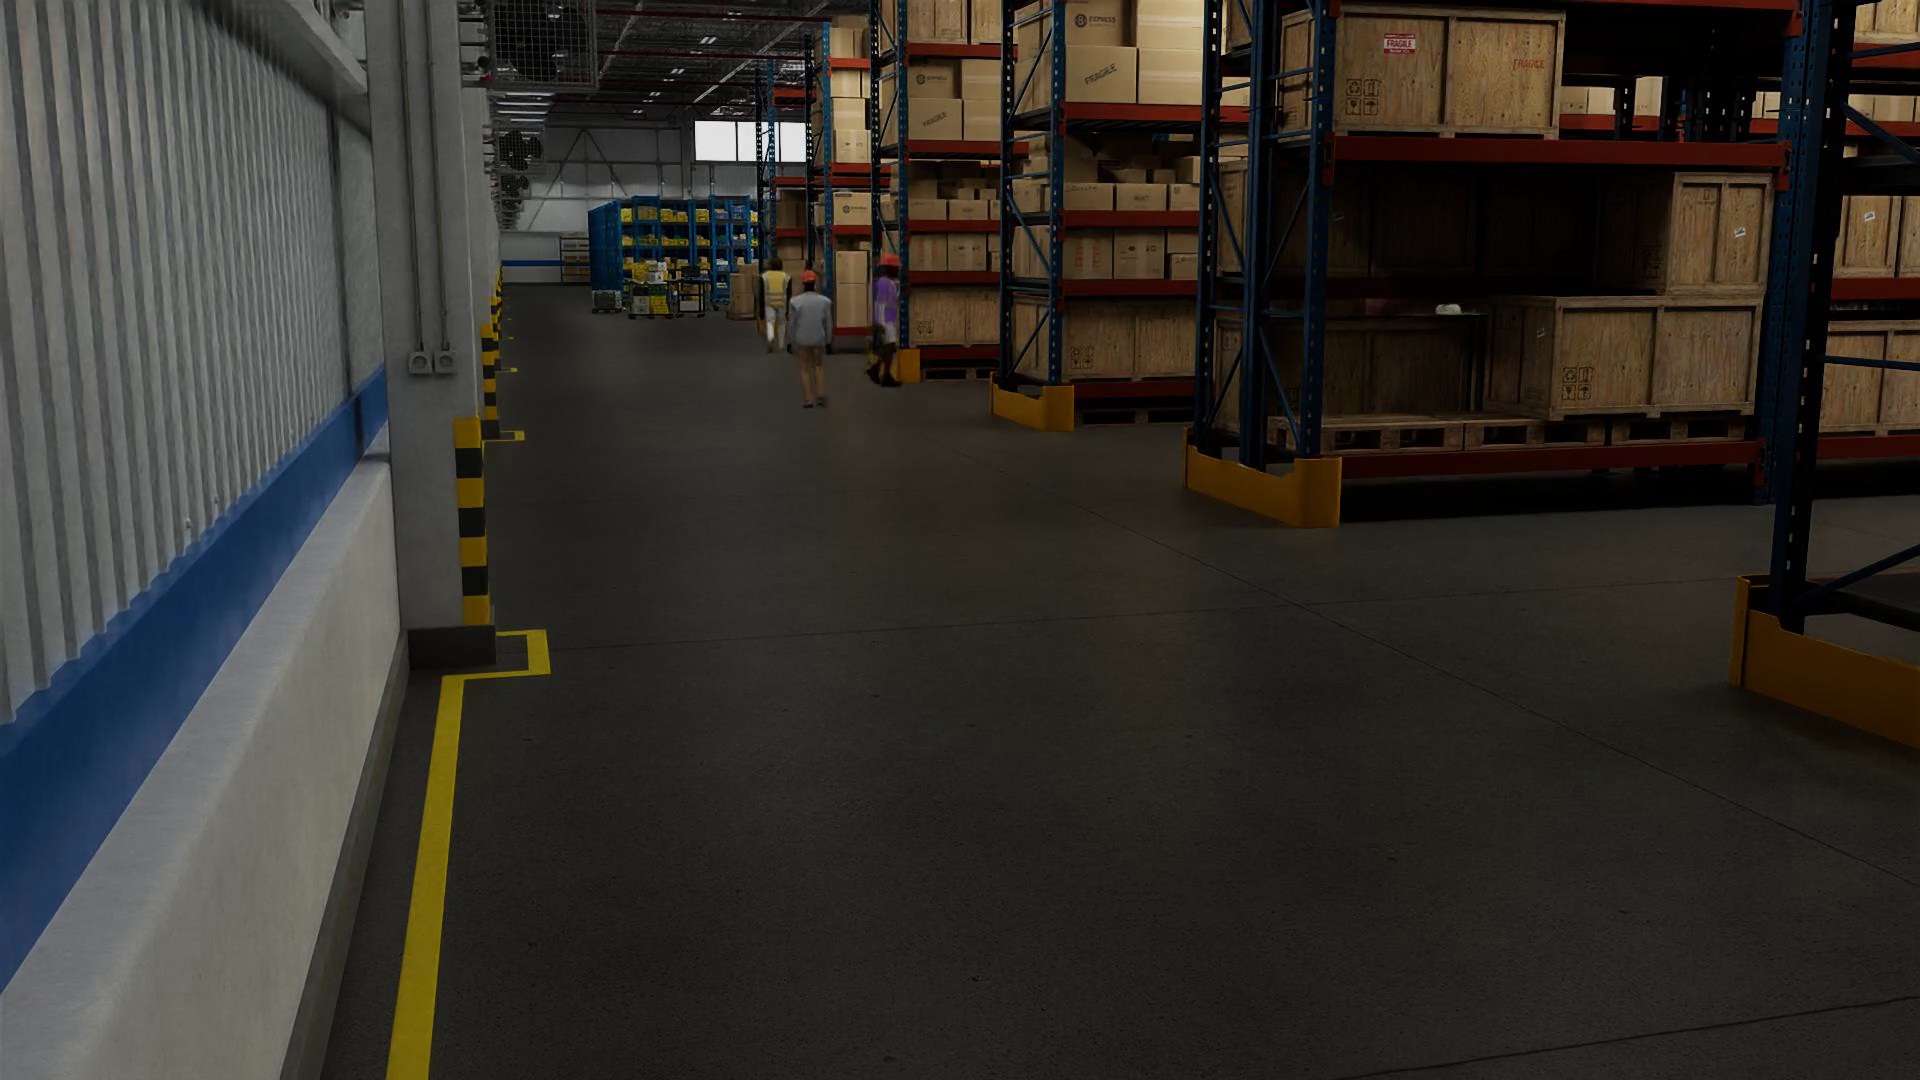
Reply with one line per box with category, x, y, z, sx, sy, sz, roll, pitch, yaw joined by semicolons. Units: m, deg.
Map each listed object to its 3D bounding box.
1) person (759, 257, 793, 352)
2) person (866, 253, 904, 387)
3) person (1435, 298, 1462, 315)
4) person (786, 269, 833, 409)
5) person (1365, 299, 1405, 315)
person;-3.505;-4.481;31.748;0.638;1.821;0.636;-1;10;-6
person;-1.031;-3.145;23.890;0.456;1.919;0.576;3;10;14
person;5.248;-2.013;18.049;0.903;1.712;0.542;-2;10;-13
person;-1.897;-2.507;20.821;0.566;1.736;0.459;-4;11;-22
person;4.232;-1.814;16.453;0.424;1.886;0.674;0;10;0
